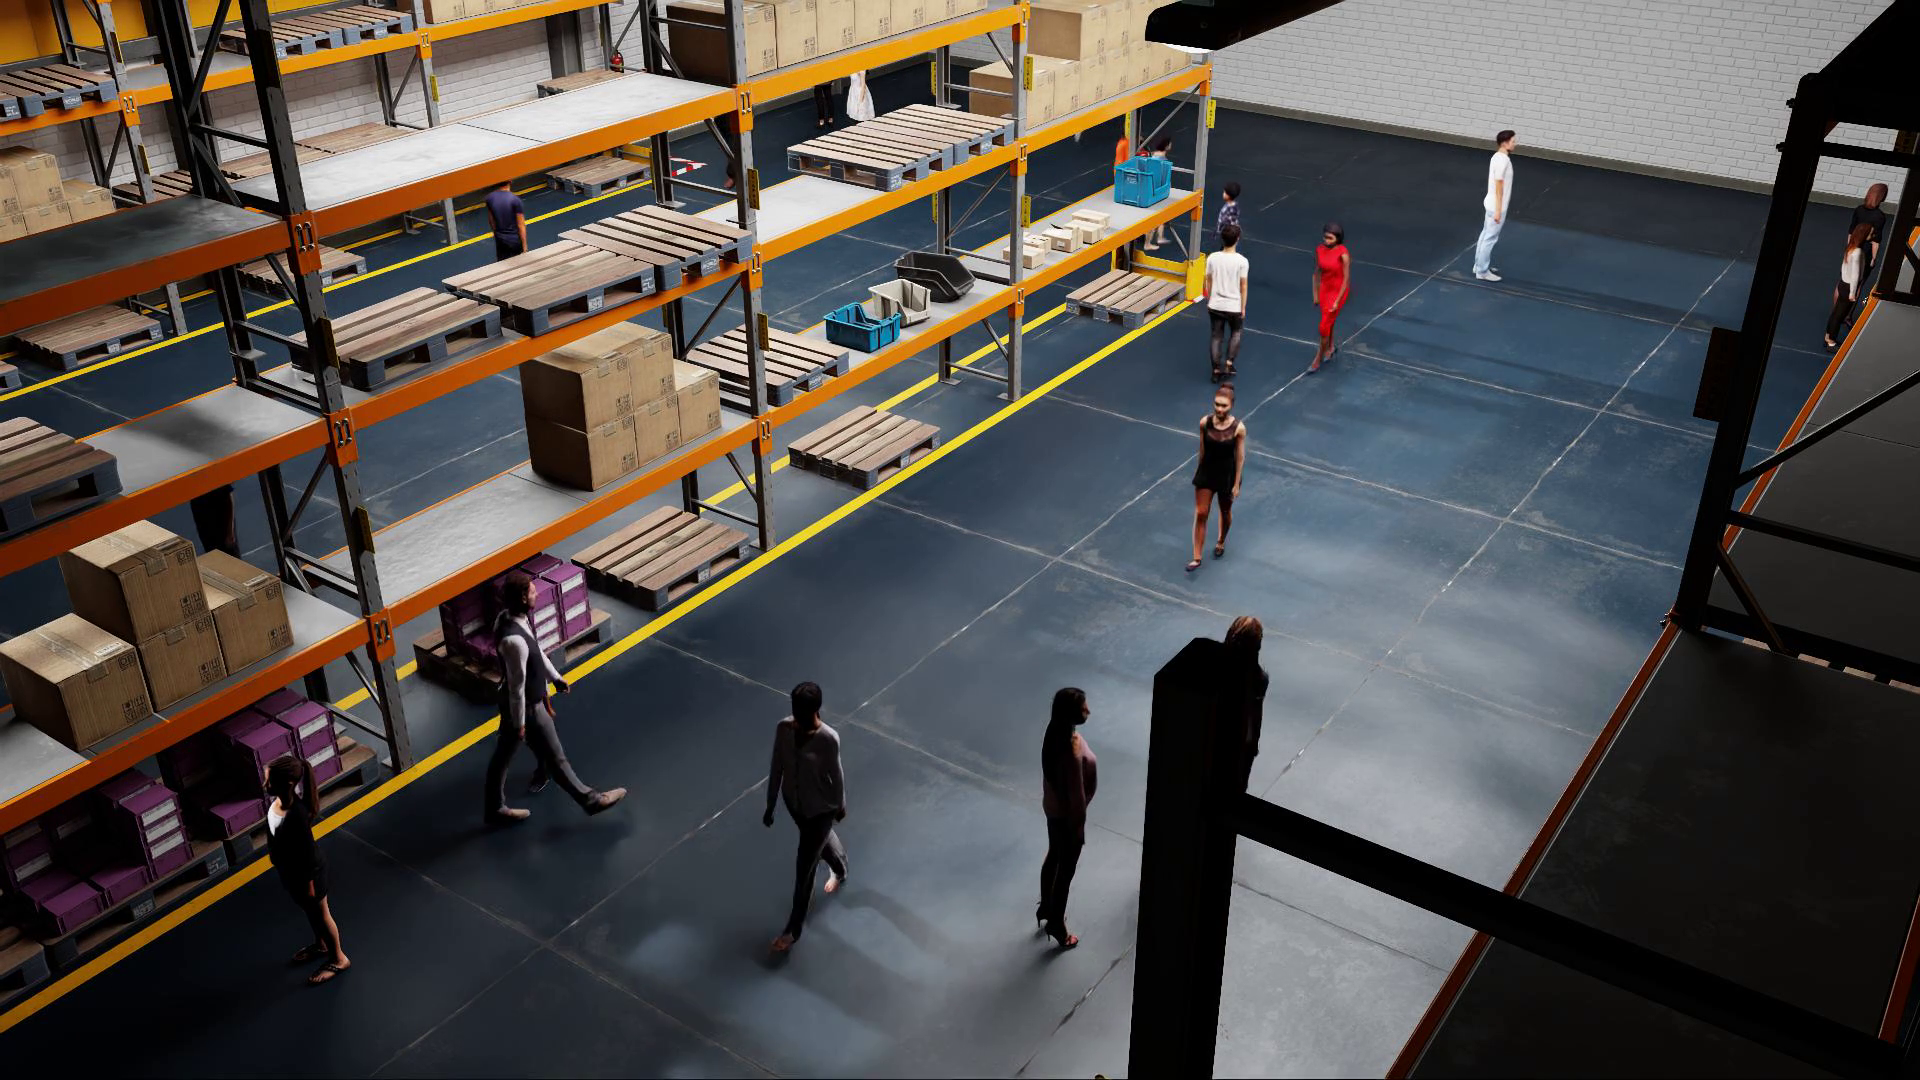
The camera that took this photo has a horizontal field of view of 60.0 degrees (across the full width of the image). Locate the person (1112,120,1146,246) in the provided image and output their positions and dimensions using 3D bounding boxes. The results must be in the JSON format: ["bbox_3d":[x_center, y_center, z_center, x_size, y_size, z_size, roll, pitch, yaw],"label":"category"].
[{"bbox_3d":[2.147,-4.763,21.950,1.106,1.699,0.960,-16,32,-27],"label":"person"}]

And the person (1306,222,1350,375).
[{"bbox_3d":[4.079,-2.636,18.053,0.951,1.696,0.680,-22,36,-35],"label":"person"}]

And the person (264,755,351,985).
[{"bbox_3d":[-3.888,1.921,9.848,0.622,1.555,0.598,-21,35,-33],"label":"person"}]

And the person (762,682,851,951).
[{"bbox_3d":[-0.883,1.589,10.283,0.666,1.720,1.135,15,32,25],"label":"person"}]

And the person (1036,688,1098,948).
[{"bbox_3d":[0.624,1.668,10.044,0.744,1.810,0.700,-7,29,-12],"label":"person"}]

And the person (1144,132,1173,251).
[{"bbox_3d":[2.515,-4.530,21.683,0.831,1.546,0.765,-9,30,-15],"label":"person"}]

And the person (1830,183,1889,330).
[{"bbox_3d":[10.419,-3.296,19.255,0.691,1.704,0.659,-8,30,-15],"label":"person"}]

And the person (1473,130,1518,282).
[{"bbox_3d":[6.672,-4.180,20.710,0.809,1.864,0.654,5,29,8],"label":"person"}]

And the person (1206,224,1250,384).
[{"bbox_3d":[2.820,-2.499,17.791,0.695,1.708,0.693,12,31,21],"label":"person"}]

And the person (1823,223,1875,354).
[{"bbox_3d":[9.949,-2.833,18.636,0.654,1.485,0.525,8,30,15],"label":"person"}]

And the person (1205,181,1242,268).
[{"bbox_3d":[3.397,-3.837,20.744,0.583,1.229,0.706,21,35,33],"label":"person"}]

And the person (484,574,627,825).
[{"bbox_3d":[-2.986,1.101,10.995,1.269,1.895,1.082,-10,30,-18],"label":"person"}]

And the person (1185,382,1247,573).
[{"bbox_3d":[2.265,-0.592,14.352,0.693,1.653,0.969,11,31,20],"label":"person"}]
